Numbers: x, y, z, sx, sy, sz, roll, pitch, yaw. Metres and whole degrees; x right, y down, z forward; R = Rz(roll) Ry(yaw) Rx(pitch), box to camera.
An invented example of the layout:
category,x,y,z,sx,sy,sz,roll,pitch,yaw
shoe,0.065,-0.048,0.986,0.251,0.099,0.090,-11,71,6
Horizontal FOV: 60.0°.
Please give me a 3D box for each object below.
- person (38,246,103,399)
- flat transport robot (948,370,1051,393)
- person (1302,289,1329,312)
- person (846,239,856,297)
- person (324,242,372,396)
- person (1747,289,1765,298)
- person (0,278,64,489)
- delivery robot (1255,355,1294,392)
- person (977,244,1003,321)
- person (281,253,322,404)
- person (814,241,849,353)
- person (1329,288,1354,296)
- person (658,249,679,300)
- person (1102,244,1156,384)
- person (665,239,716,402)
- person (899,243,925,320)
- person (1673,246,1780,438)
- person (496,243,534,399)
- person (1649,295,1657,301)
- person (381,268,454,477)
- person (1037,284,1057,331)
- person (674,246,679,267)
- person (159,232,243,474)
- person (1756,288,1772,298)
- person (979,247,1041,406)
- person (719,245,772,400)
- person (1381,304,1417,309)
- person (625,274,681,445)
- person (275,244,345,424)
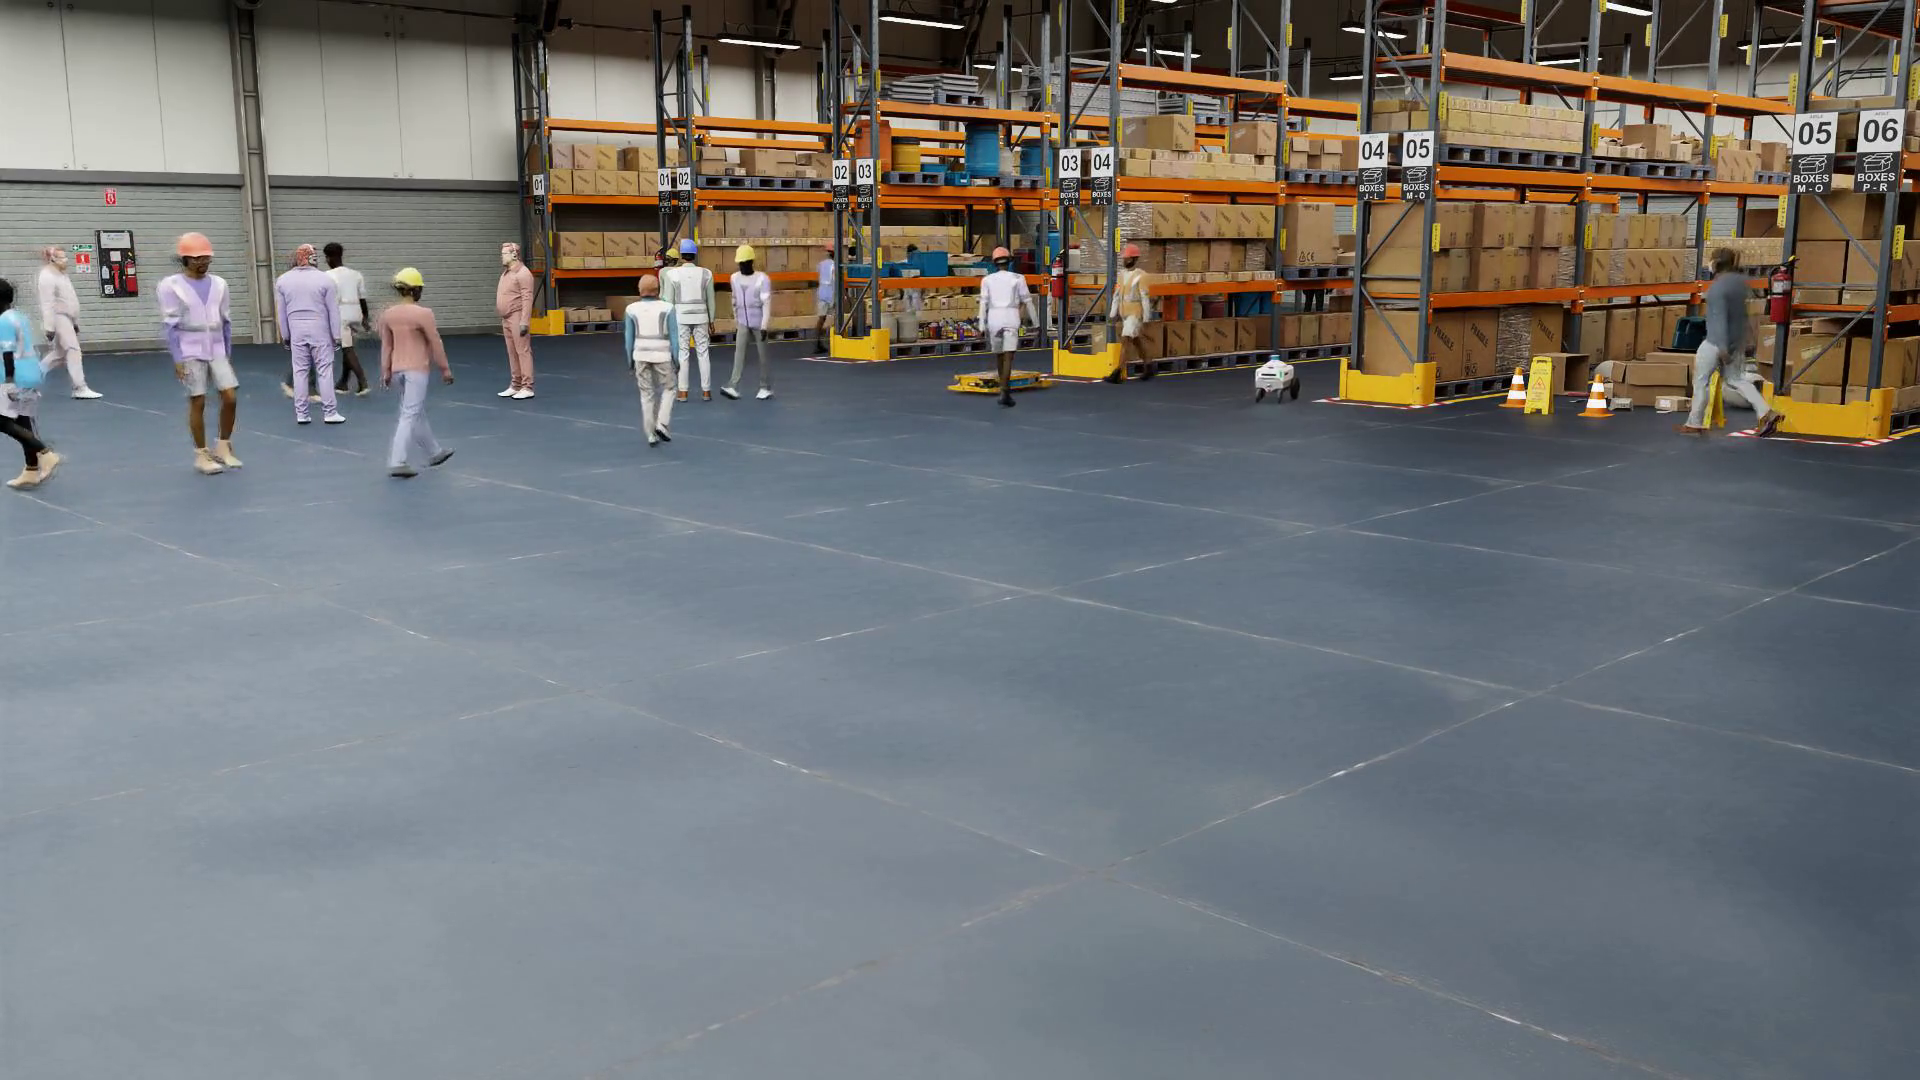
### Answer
category,x,y,z,sx,sy,sz,roll,pitch,yaw
person,-11.122,-2.671,20.435,0.849,1.881,0.638,-3,11,-17
flat transport robot,0.527,-2.073,21.679,0.652,0.197,1.431,8,13,36
person,7.173,-5.139,33.572,0.611,1.997,0.375,8,13,36
person,-2.260,-5.462,35.522,0.388,1.926,0.590,-9,14,-40
person,-7.694,-2.765,20.862,0.890,1.921,0.621,6,12,30
person,15.149,-4.618,31.830,0.881,1.582,0.529,-4,11,-23
person,-7.455,-1.238,13.168,0.459,1.668,0.563,-3,11,-15
delivery robot,3.856,-2.022,20.369,0.477,0.478,0.707,4,11,22
person,0.725,-5.200,34.346,0.665,1.831,0.587,-5,12,-26
person,-7.822,-2.539,19.839,0.428,1.831,0.519,3,11,14
person,-2.165,-4.182,28.643,0.561,1.890,0.965,8,13,38
person,7.804,-5.102,33.639,0.434,1.905,0.659,-7,12,-32
person,-4.969,-4.147,28.789,0.523,1.769,0.324,5,11,25
person,2.375,-3.102,22.786,1.030,1.893,0.543,-7,12,-33
person,-3.275,-2.664,20.205,0.608,1.946,0.406,-3,11,-16
person,-0.911,-4.709,31.639,0.566,1.849,0.411,4,11,19
person,7.614,-1.945,16.418,0.622,1.911,0.930,-8,13,-38
person,-5.507,-2.704,20.533,0.406,1.911,0.636,-8,13,-38
person,15.079,-5.430,36.192,0.348,1.625,0.546,5,11,24
person,-4.558,-1.419,14.041,0.532,1.724,0.900,6,12,28
person,1.816,-5.221,34.997,0.313,1.638,0.513,-8,13,-39
person,-5.482,-4.915,32.836,0.596,1.818,0.422,4,11,20
person,-6.343,-1.554,13.952,0.553,2.022,0.605,9,13,39
person,15.705,-4.865,32.435,0.614,1.875,0.638,5,12,26
person,0.569,-2.549,19.844,0.694,1.864,0.981,3,11,16
person,-2.565,-2.615,20.136,0.601,1.864,1.014,4,11,23
person,6.353,-3.332,23.931,0.689,1.918,0.669,-6,12,-28
person,-2.936,-1.718,15.889,0.546,1.625,0.357,1,10,5
person,-6.915,-2.192,17.755,0.651,1.904,0.403,0,10,0
